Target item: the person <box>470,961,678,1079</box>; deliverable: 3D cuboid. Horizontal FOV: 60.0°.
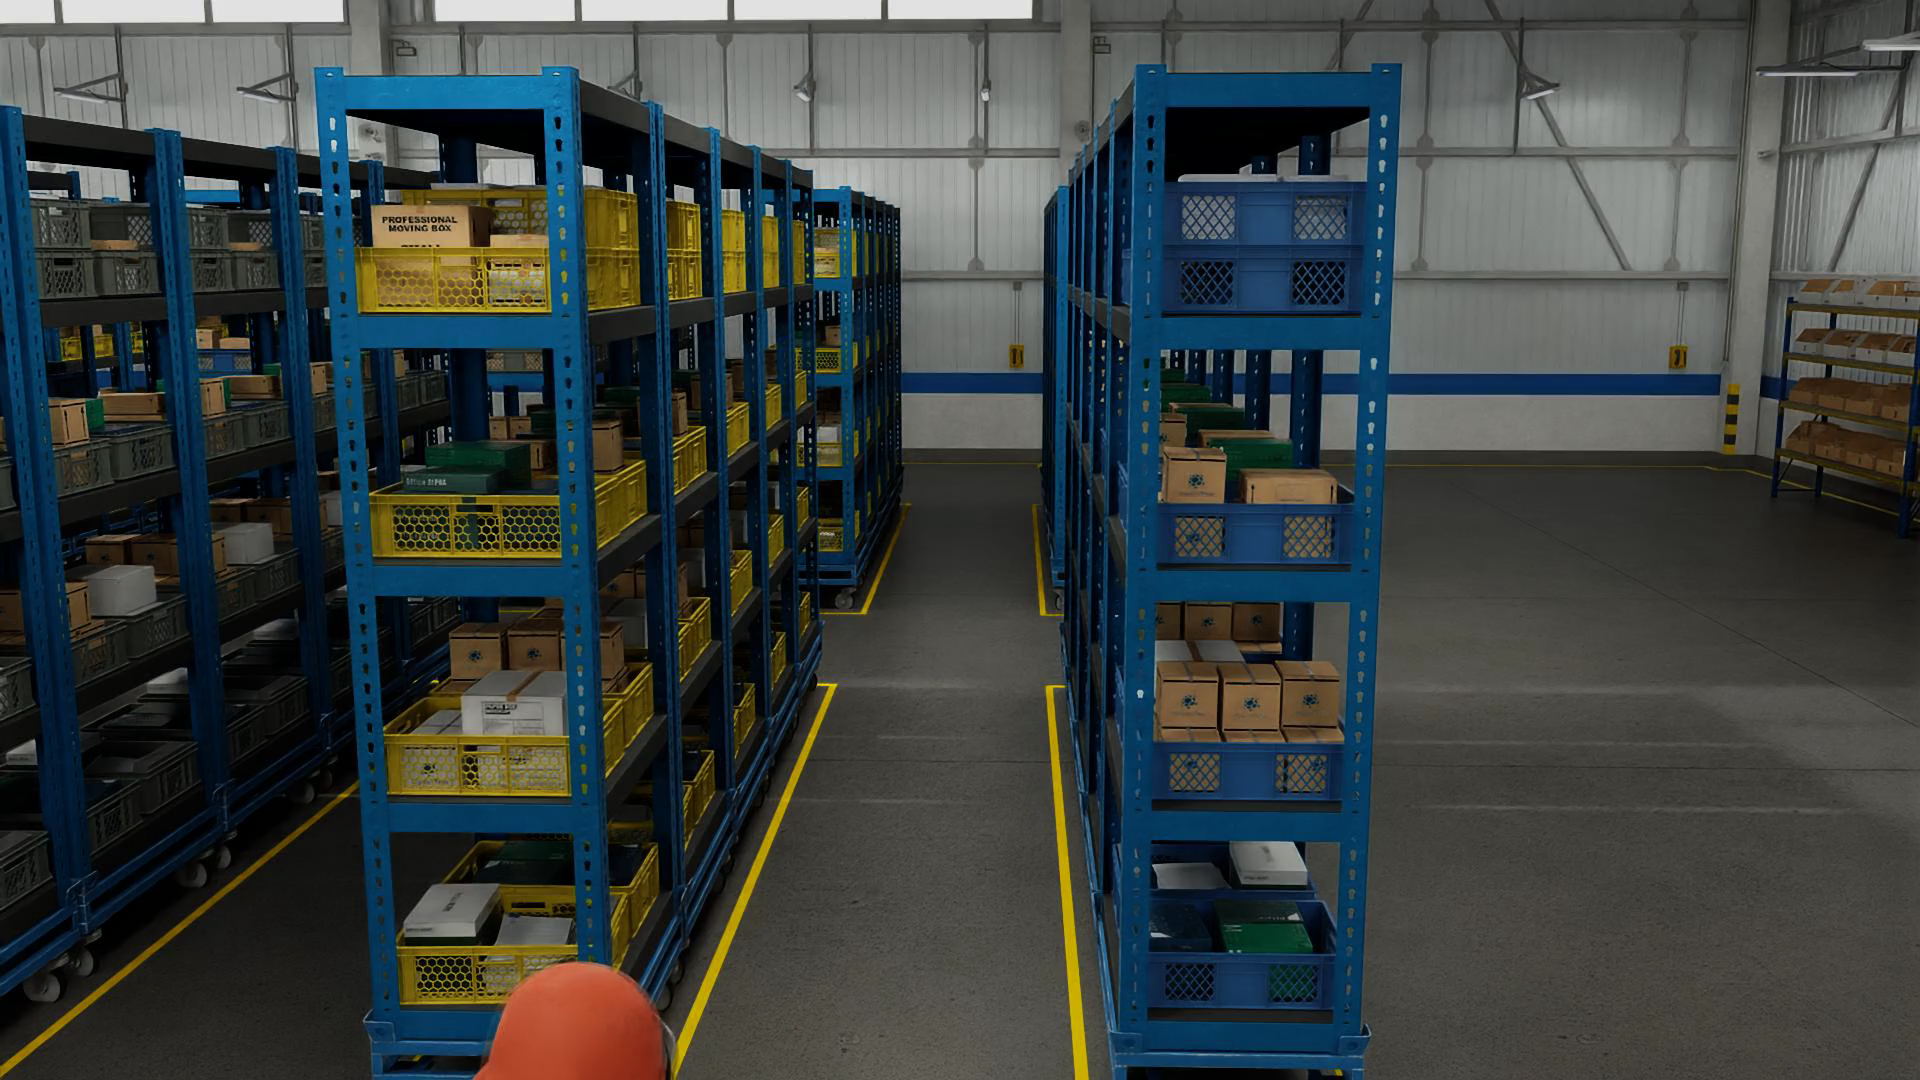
[{"bbox_3d":[-0.570,1.606,2.605,0.611,1.997,0.375,7,12,35],"label":"person"}]
